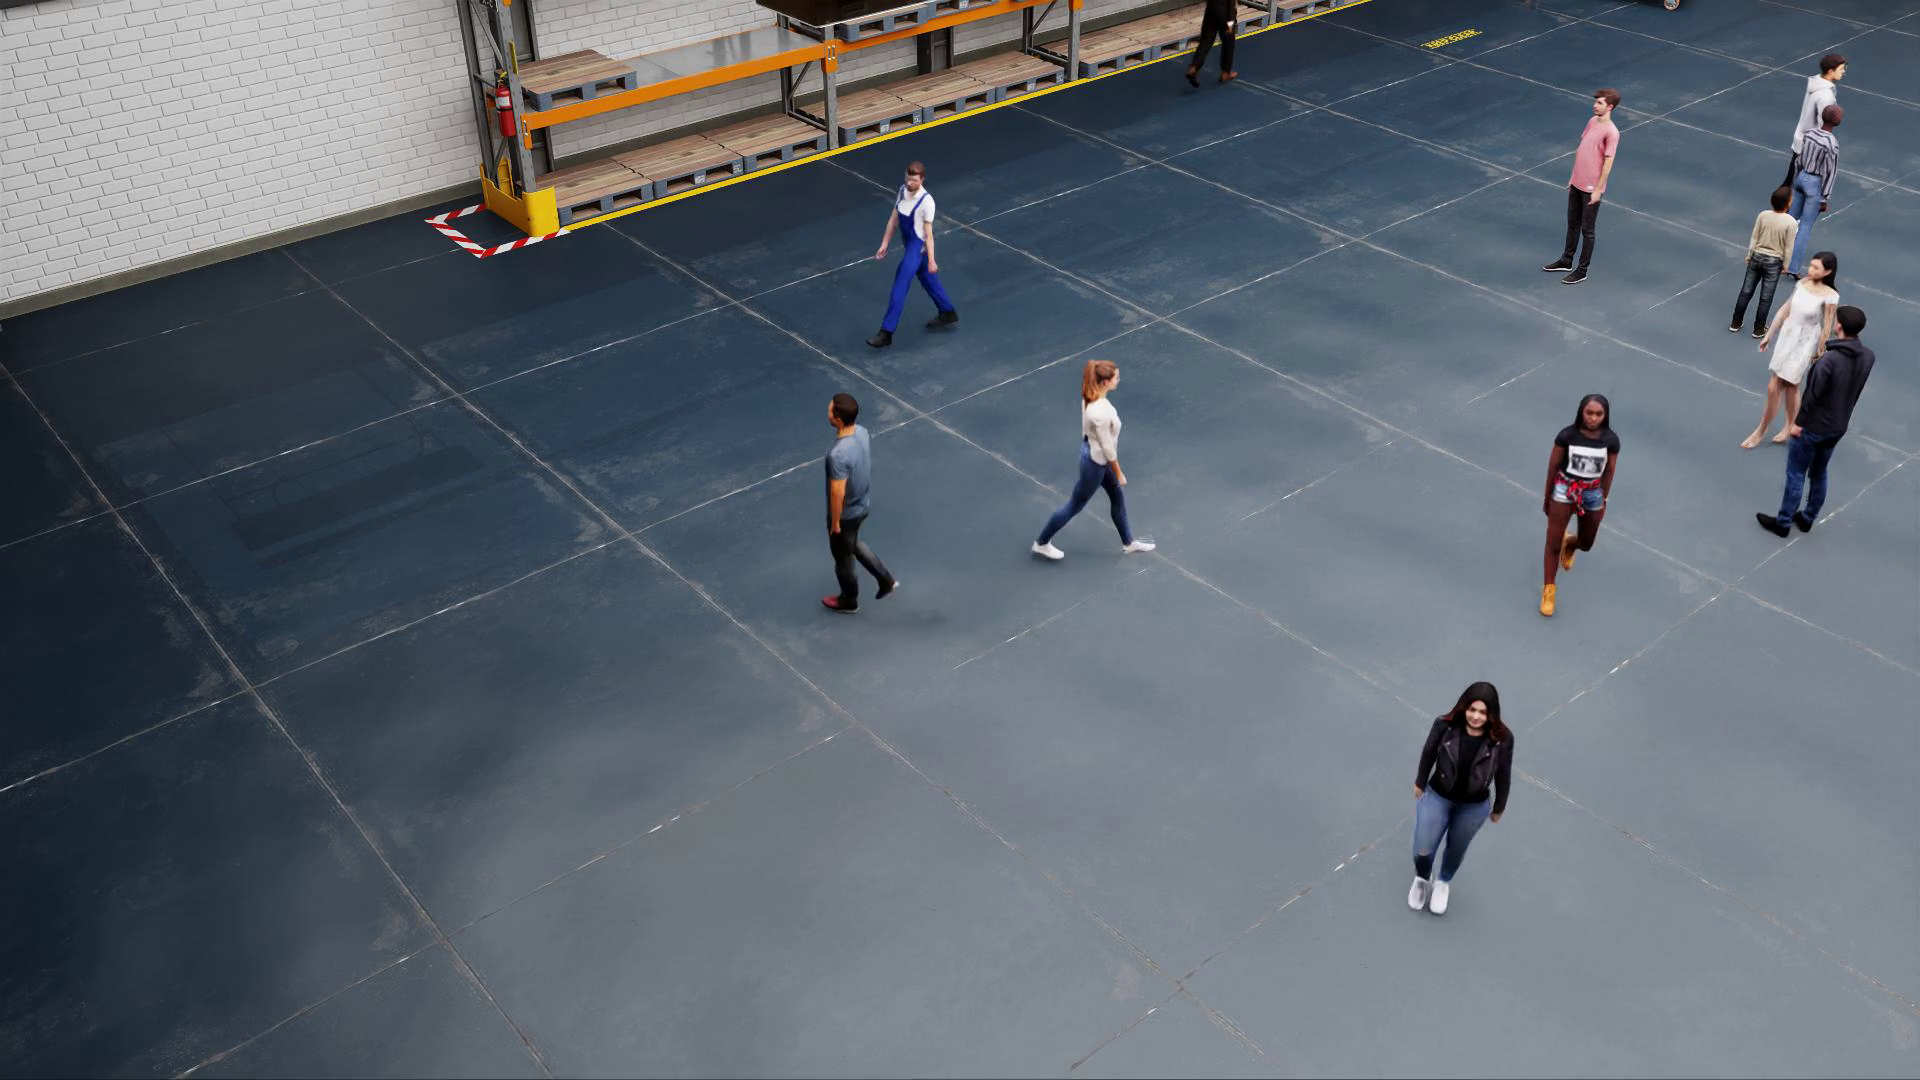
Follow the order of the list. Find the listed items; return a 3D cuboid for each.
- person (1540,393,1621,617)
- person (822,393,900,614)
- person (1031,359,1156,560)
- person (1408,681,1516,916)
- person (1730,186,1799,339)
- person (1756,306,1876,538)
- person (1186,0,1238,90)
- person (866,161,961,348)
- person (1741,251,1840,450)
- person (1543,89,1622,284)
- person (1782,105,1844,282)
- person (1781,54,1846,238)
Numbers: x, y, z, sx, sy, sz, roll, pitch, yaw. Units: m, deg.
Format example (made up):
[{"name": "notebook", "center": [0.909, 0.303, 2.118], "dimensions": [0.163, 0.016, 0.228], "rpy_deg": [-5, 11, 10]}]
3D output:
[{"name": "person", "center": [4.431, -0.316, 11.982], "dimensions": [0.924, 1.712, 1.035], "rpy_deg": [7, 34, 11]}, {"name": "person", "center": [-0.710, -0.224, 11.762], "dimensions": [0.935, 1.803, 0.901], "rpy_deg": [11, 35, 17]}, {"name": "person", "center": [0.912, -0.529, 12.335], "dimensions": [1.198, 1.676, 1.122], "rpy_deg": [1, 34, 2]}, {"name": "person", "center": [2.824, 1.420, 9.449], "dimensions": [0.757, 1.625, 0.777], "rpy_deg": [10, 35, 15]}, {"name": "person", "center": [7.597, -2.626, 15.680], "dimensions": [0.527, 1.466, 0.568], "rpy_deg": [-29, 43, -36]}, {"name": "person", "center": [6.587, -0.882, 12.680], "dimensions": [0.632, 1.883, 0.802], "rpy_deg": [-12, 36, -18]}, {"name": "person", "center": [3.310, -6.795, 21.587], "dimensions": [0.812, 1.870, 1.285], "rpy_deg": [26, 41, 33]}, {"name": "person", "center": [-0.339, -2.686, 15.472], "dimensions": [1.329, 1.796, 0.896], "rpy_deg": [-16, 37, -23]}, {"name": "person", "center": [7.037, -1.586, 13.854], "dimensions": [0.928, 1.755, 0.813], "rpy_deg": [-8, 34, -12]}, {"name": "person", "center": [6.298, -3.553, 16.630], "dimensions": [0.676, 1.958, 0.692], "rpy_deg": [-10, 35, -15]}, {"name": "person", "center": [8.516, -3.489, 16.681], "dimensions": [0.664, 1.796, 0.692], "rpy_deg": [-9, 35, -14]}, {"name": "person", "center": [8.985, -4.198, 17.626], "dimensions": [0.836, 1.931, 0.765], "rpy_deg": [5, 34, 7]}]
